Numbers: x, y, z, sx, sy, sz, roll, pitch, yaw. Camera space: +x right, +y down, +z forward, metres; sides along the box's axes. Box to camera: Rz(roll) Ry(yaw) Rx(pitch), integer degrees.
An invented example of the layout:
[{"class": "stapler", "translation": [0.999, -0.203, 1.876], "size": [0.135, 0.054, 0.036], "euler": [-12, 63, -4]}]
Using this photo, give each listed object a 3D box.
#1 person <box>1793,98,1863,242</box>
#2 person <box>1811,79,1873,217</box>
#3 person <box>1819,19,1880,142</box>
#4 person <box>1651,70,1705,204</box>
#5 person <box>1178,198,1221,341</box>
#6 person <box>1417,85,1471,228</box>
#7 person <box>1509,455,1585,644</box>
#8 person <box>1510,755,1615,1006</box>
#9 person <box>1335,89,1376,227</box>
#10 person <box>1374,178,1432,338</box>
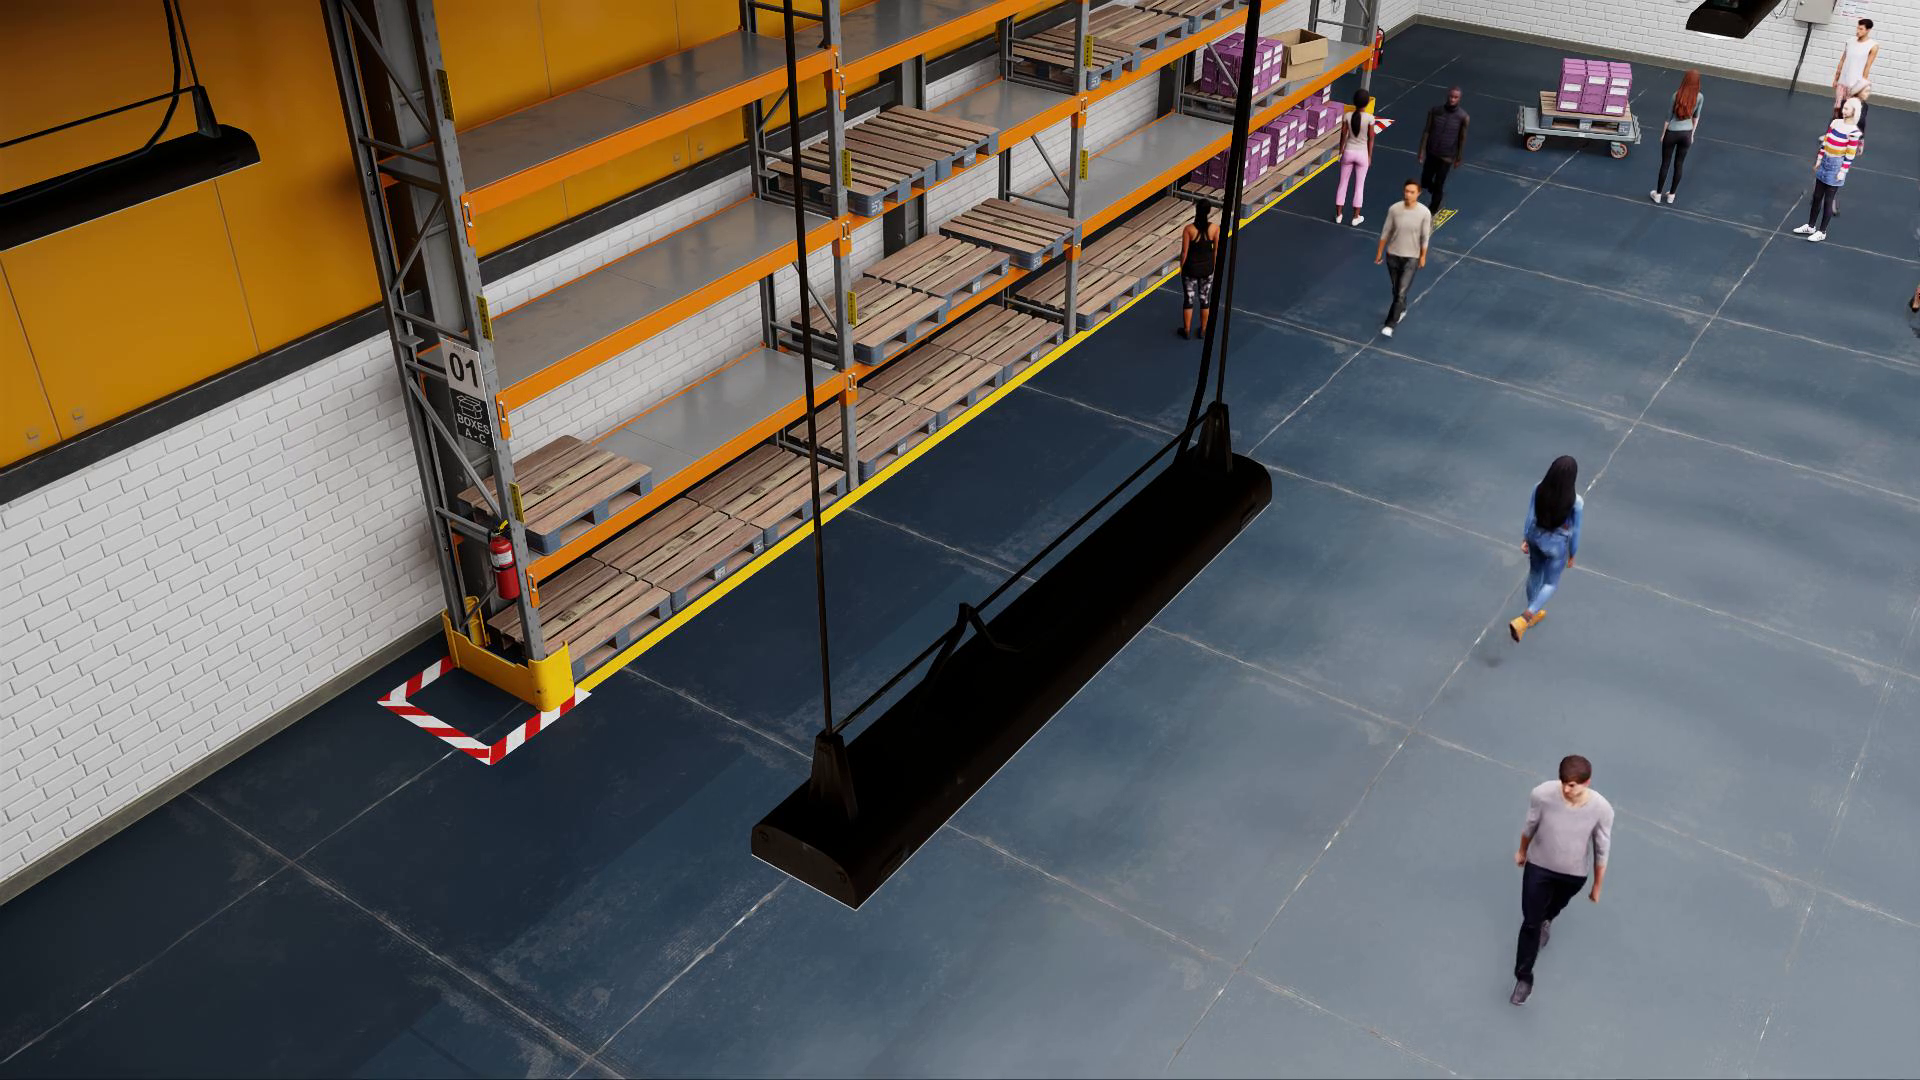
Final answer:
[{"class": "person", "translation": [10.851, -4.614, 20.671], "size": [0.744, 1.809, 0.710], "euler": [-8, 35, -12]}, {"class": "person", "translation": [11.353, -5.116, 21.490], "size": [0.775, 1.739, 0.834], "euler": [-14, 36, -19]}, {"class": "person", "translation": [12.619, -6.474, 23.496], "size": [0.740, 1.779, 0.737], "euler": [-17, 37, -23]}, {"class": "person", "translation": [9.376, -5.267, 21.715], "size": [0.643, 1.741, 0.663], "euler": [4, 34, 6]}, {"class": "person", "translation": [2.640, -3.009, 18.390], "size": [0.650, 1.661, 0.695], "euler": [-3, 34, -5]}, {"class": "person", "translation": [6.125, -4.887, 21.073], "size": [0.708, 1.819, 0.833], "euler": [21, 39, 28]}, {"class": "person", "translation": [4.784, 0.097, 13.691], "size": [0.721, 1.690, 1.032], "euler": [29, 43, 36]}, {"class": "person", "translation": [3.853, 2.043, 10.684], "size": [0.897, 1.779, 1.270], "euler": [12, 35, 17]}, {"class": "person", "translation": [5.008, -4.858, 21.098], "size": [0.614, 1.744, 0.568], "euler": [14, 36, 20]}, {"class": "person", "translation": [4.973, -3.198, 18.580], "size": [0.734, 1.766, 1.121], "euler": [17, 37, 24]}]
